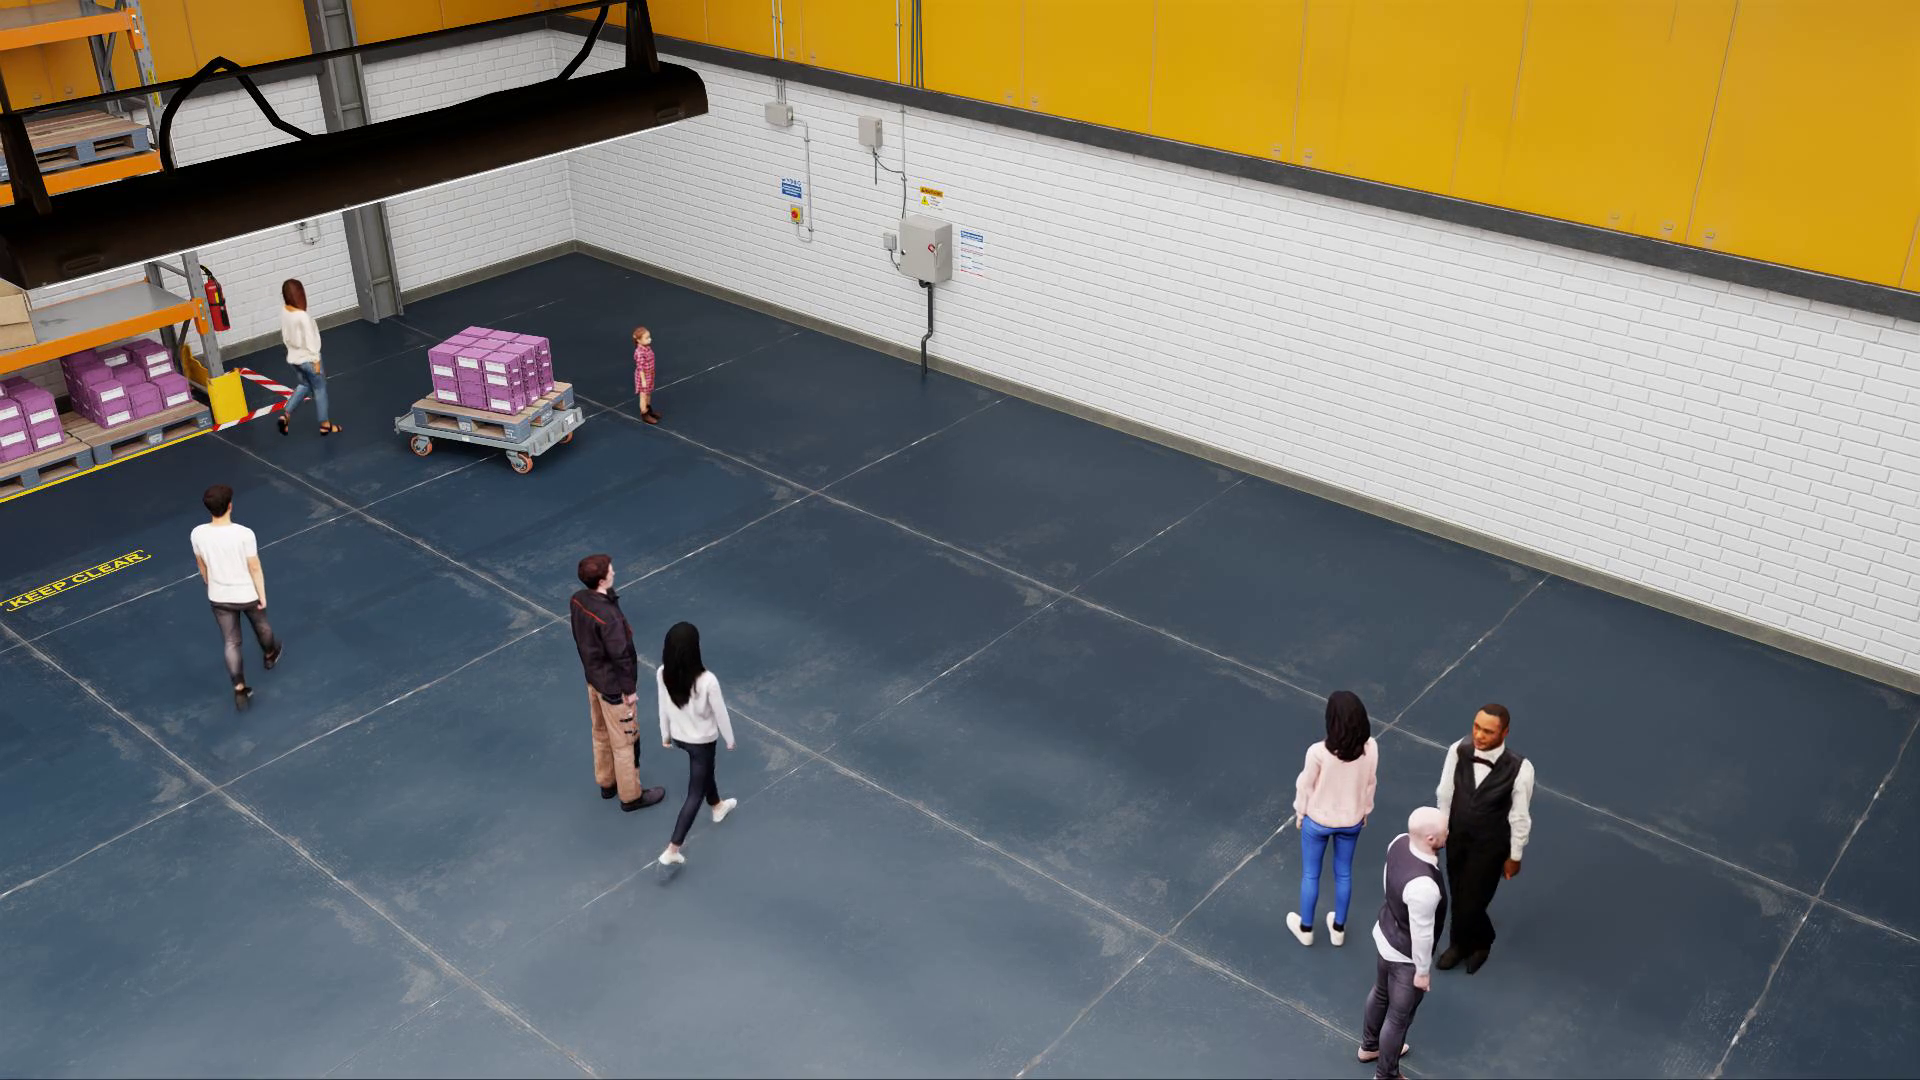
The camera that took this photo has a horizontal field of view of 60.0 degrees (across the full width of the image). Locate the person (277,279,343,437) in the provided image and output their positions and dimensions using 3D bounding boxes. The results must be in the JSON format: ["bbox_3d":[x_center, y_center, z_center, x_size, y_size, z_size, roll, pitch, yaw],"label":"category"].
[{"bbox_3d":[-6.511,-1.746,16.342,0.621,1.665,0.840,21,35,34],"label":"person"}]

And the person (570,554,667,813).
[{"bbox_3d":[-2.345,0.946,11.135,0.625,1.925,0.712,-25,37,-38],"label":"person"}]

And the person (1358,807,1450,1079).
[{"bbox_3d":[2.399,2.192,8.954,0.835,1.826,0.772,-2,29,-4],"label":"person"}]

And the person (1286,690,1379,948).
[{"bbox_3d":[2.235,1.680,9.955,0.714,1.766,0.773,-2,29,-4],"label":"person"}]

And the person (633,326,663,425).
[{"bbox_3d":[-3.201,-1.696,16.921,0.558,1.021,0.479,4,29,7],"label":"person"}]

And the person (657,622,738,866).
[{"bbox_3d":[-1.751,1.336,10.696,0.778,1.660,1.173,15,32,25],"label":"person"}]

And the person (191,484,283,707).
[{"bbox_3d":[-5.415,0.426,12.340,1.094,1.683,1.123,-4,29,-6],"label":"person"}]

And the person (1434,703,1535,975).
[{"bbox_3d":[3.084,1.712,9.754,0.736,1.903,0.733,-24,36,-36],"label":"person"}]
